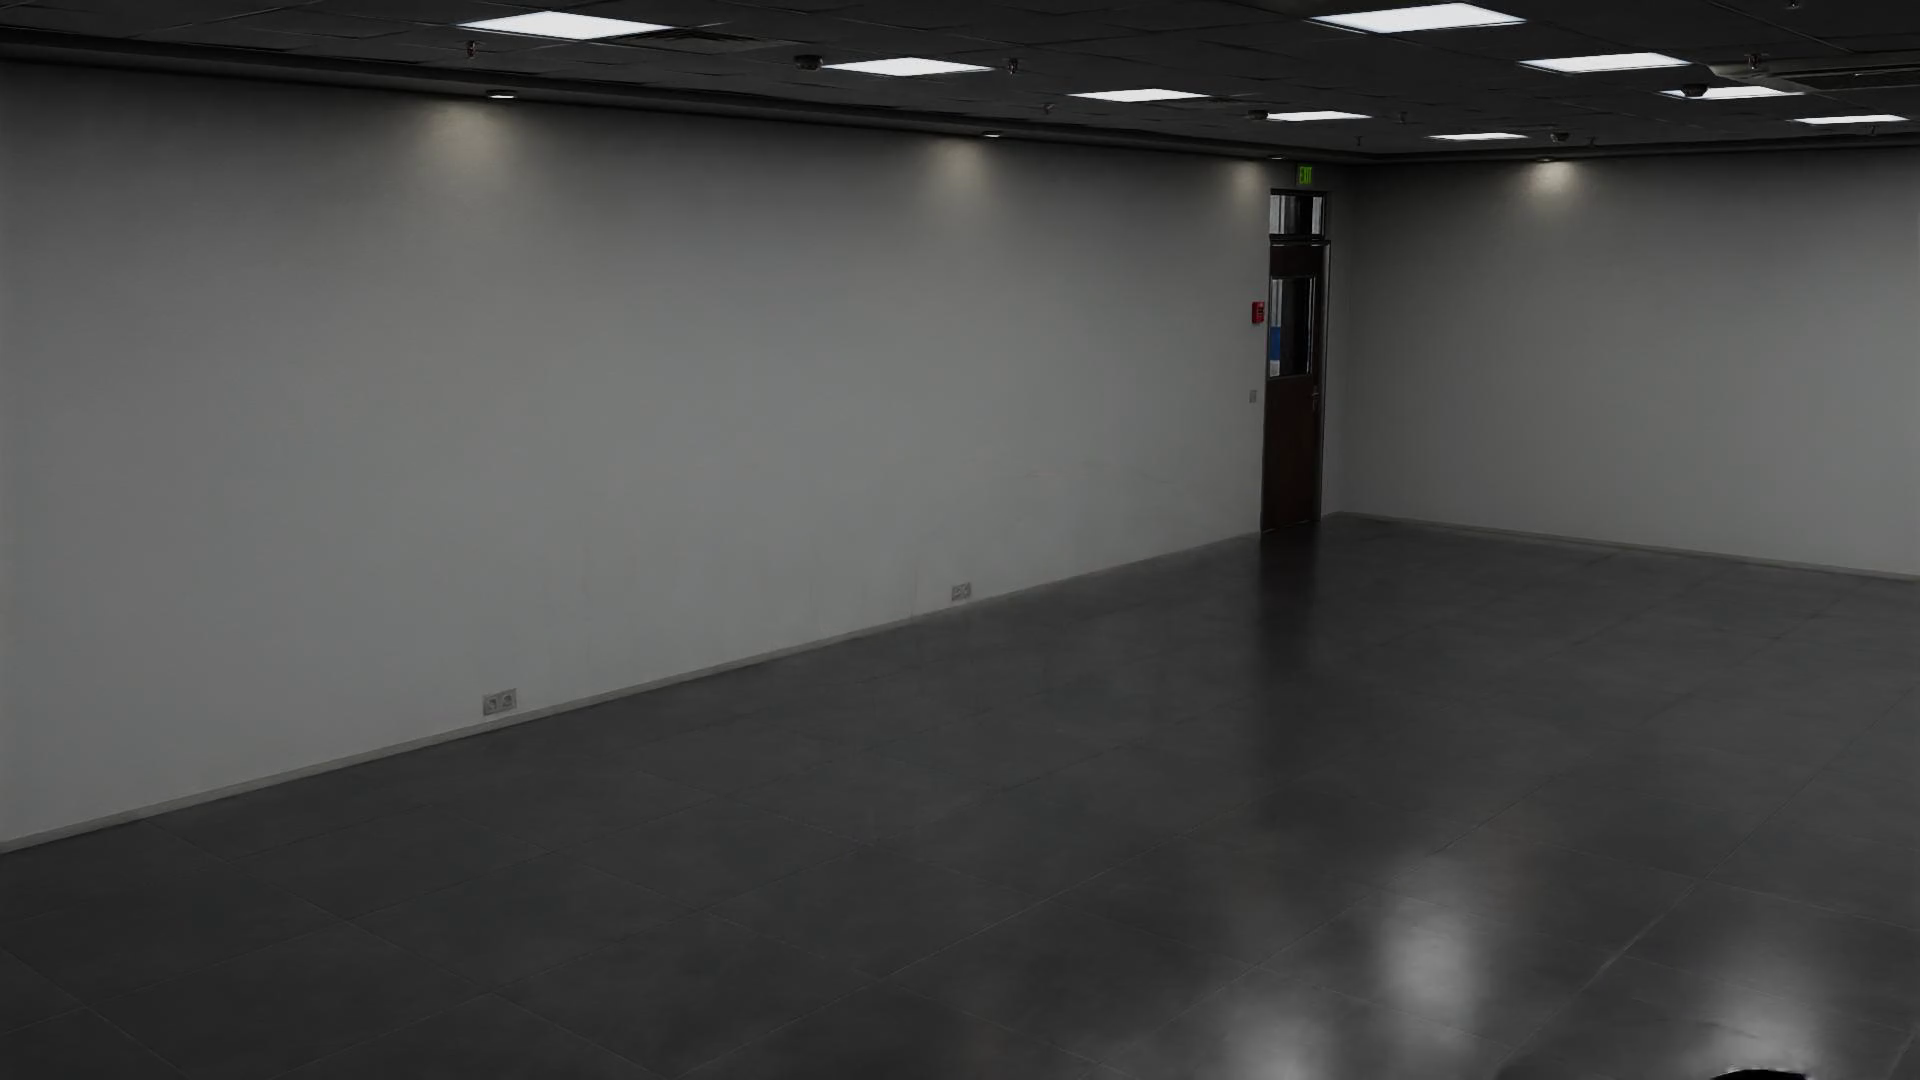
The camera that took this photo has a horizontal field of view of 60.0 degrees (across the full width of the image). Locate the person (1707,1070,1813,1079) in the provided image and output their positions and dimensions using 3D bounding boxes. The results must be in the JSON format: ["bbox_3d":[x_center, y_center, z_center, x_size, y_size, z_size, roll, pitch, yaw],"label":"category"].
[{"bbox_3d":[0.322,0.938,0.917,0.966,1.865,0.639,8,13,39],"label":"person"}]
